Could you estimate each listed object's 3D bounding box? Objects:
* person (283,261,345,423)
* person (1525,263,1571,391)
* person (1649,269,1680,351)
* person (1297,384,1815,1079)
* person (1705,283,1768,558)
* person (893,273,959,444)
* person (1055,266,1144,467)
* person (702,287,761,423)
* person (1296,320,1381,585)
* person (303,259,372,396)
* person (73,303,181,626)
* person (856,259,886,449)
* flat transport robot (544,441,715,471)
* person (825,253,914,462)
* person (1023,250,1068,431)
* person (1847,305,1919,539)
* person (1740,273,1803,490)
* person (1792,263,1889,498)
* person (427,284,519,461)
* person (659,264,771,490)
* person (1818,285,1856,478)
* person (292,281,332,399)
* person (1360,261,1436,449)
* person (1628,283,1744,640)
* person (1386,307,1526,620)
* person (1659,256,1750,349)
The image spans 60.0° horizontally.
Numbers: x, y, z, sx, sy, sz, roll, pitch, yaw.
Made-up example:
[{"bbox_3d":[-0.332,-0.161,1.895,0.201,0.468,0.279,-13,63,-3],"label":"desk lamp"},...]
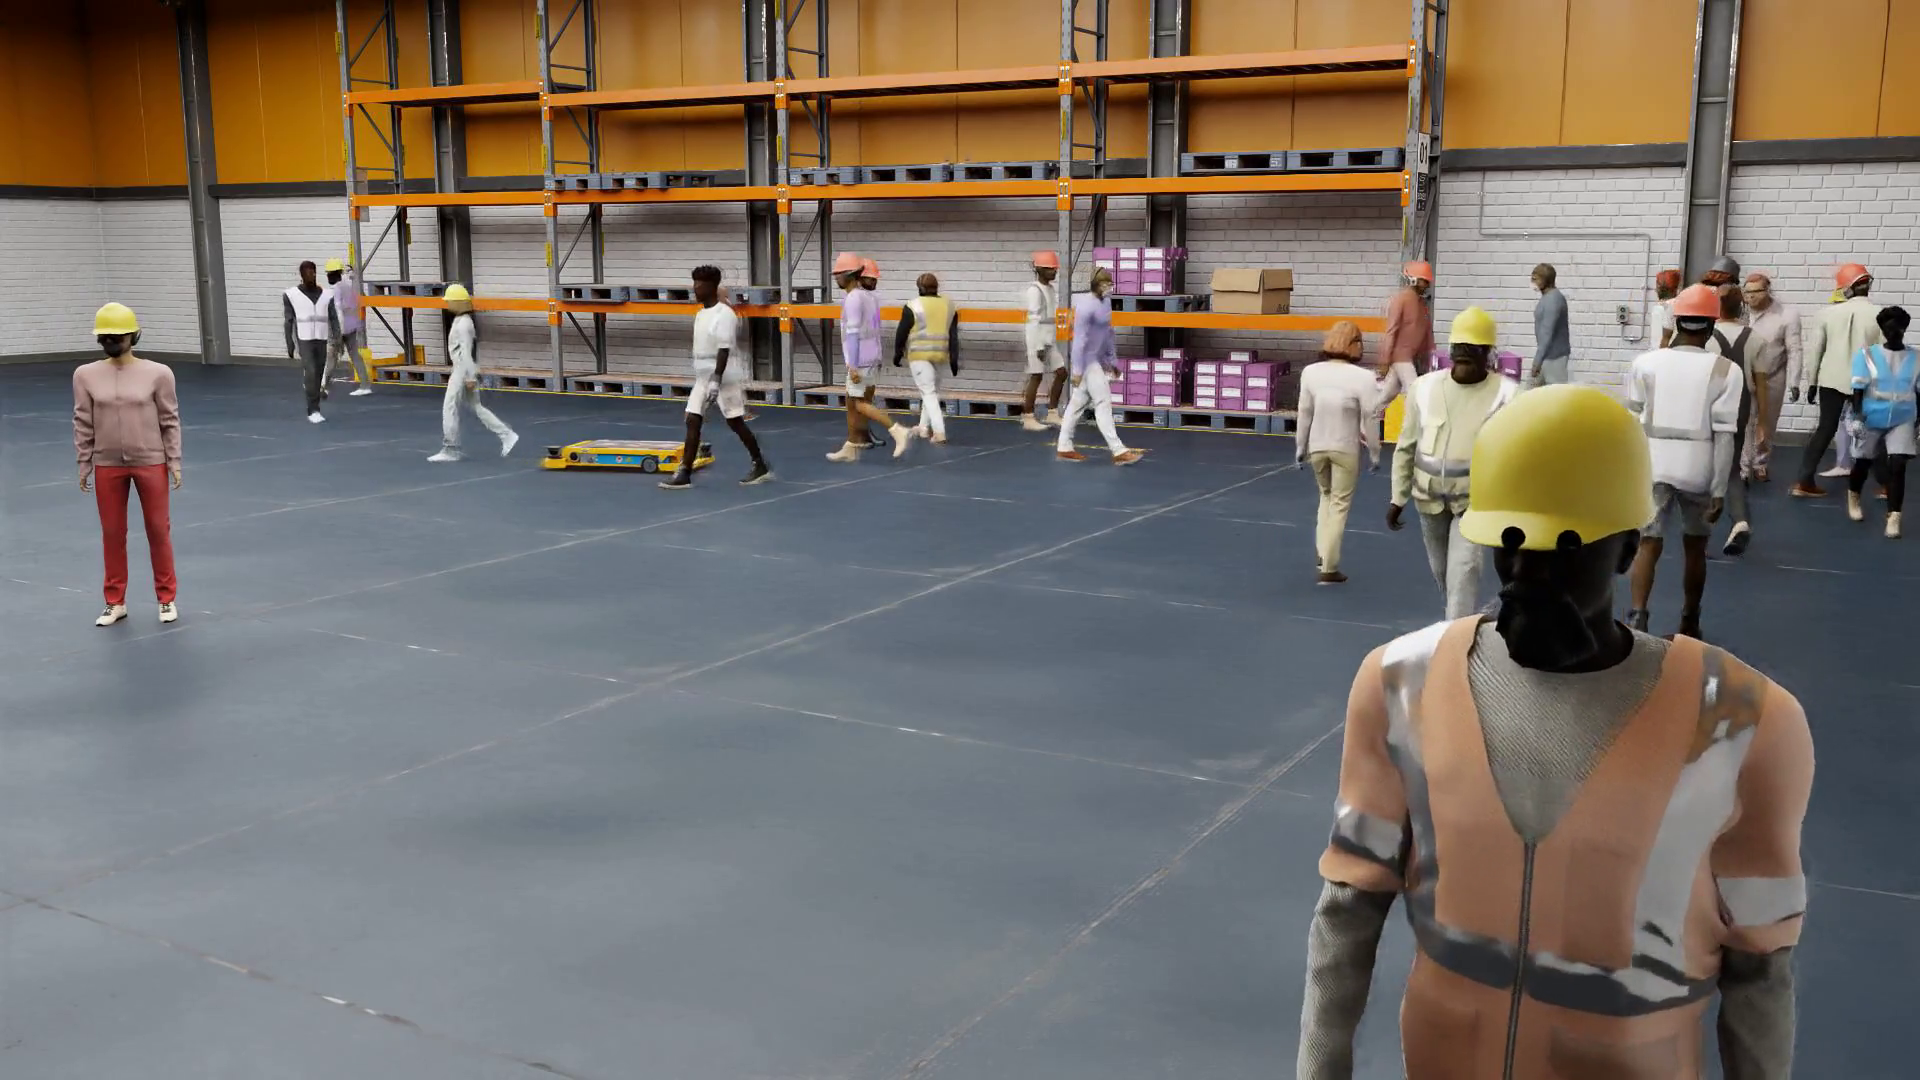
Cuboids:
[{"bbox_3d":[-7.545,-2.311,19.538,0.825,1.888,0.597,9,13,40],"label":"person"},{"bbox_3d":[5.801,-1.820,16.699,0.973,1.889,0.649,2,10,13],"label":"person"},{"bbox_3d":[6.819,-1.672,16.049,0.624,1.855,0.846,-6,11,-28],"label":"person"},{"bbox_3d":[0.709,0.753,2.164,0.606,1.886,0.899,8,13,37],"label":"person"},{"bbox_3d":[5.011,-0.768,10.939,0.534,1.828,0.492,1,10,7],"label":"person"},{"bbox_3d":[-0.348,-1.930,17.659,0.623,1.784,0.997,-6,12,-32],"label":"person"},{"bbox_3d":[1.305,-1.623,15.644,0.968,1.865,0.615,3,11,18],"label":"person"},{"bbox_3d":[-2.819,-2.164,19.523,0.873,1.578,0.513,-4,11,-20],"label":"person"},{"bbox_3d":[2.350,-0.538,10.245,0.523,1.614,0.517,9,13,41],"label":"person"},{"bbox_3d":[-8.636,-2.926,23.002,0.971,1.877,0.610,0,10,2],"label":"person"},{"bbox_3d":[-4.533,-0.406,9.076,0.533,1.765,0.329,-3,10,-14],"label":"person"},{"bbox_3d":[-0.951,-1.904,17.066,0.361,1.935,0.553,4,11,24],"label":"person"},{"bbox_3d":[-3.076,-0.795,15.506,1.431,0.197,0.652,2,10,11],"label":"flat transport robot"},{"bbox_3d":[-0.883,-1.718,15.813,0.799,2.017,0.614,1,10,8],"label":"person"},{"bbox_3d":[1.008,-2.207,18.543,0.698,2.017,0.630,5,11,25],"label":"person"},{"bbox_3d":[6.708,-0.885,12.092,0.525,1.655,0.854,3,10,17],"label":"person"},{"bbox_3d":[6.896,-1.371,14.343,0.660,1.836,1.061,5,11,28],"label":"person"},{"bbox_3d":[7.351,-1.301,13.683,0.746,1.937,0.680,-9,14,-43],"label":"person"},{"bbox_3d":[-4.743,-1.621,16.104,0.804,1.711,0.484,-2,10,-11],"label":"person"},{"bbox_3d":[-2.090,-1.398,14.261,0.997,1.924,0.603,-8,13,-39],"label":"person"},{"bbox_3d":[7.964,-1.434,14.950,0.543,1.745,0.424,-10,14,-44],"label":"person"},{"bbox_3d":[-8.658,-2.650,22.185,0.519,1.617,0.342,-4,11,-23],"label":"person"},{"bbox_3d":[4.438,-1.827,16.697,1.064,1.935,0.621,7,12,36],"label":"person"},{"bbox_3d":[3.609,-0.343,8.373,0.537,1.894,0.980,6,12,31],"label":"person"},{"bbox_3d":[2.400,-0.216,7.947,0.591,1.792,0.947,8,13,38],"label":"person"},{"bbox_3d":[6.333,-1.435,14.118,0.743,2.000,0.743,-7,12,-34],"label":"person"}]
